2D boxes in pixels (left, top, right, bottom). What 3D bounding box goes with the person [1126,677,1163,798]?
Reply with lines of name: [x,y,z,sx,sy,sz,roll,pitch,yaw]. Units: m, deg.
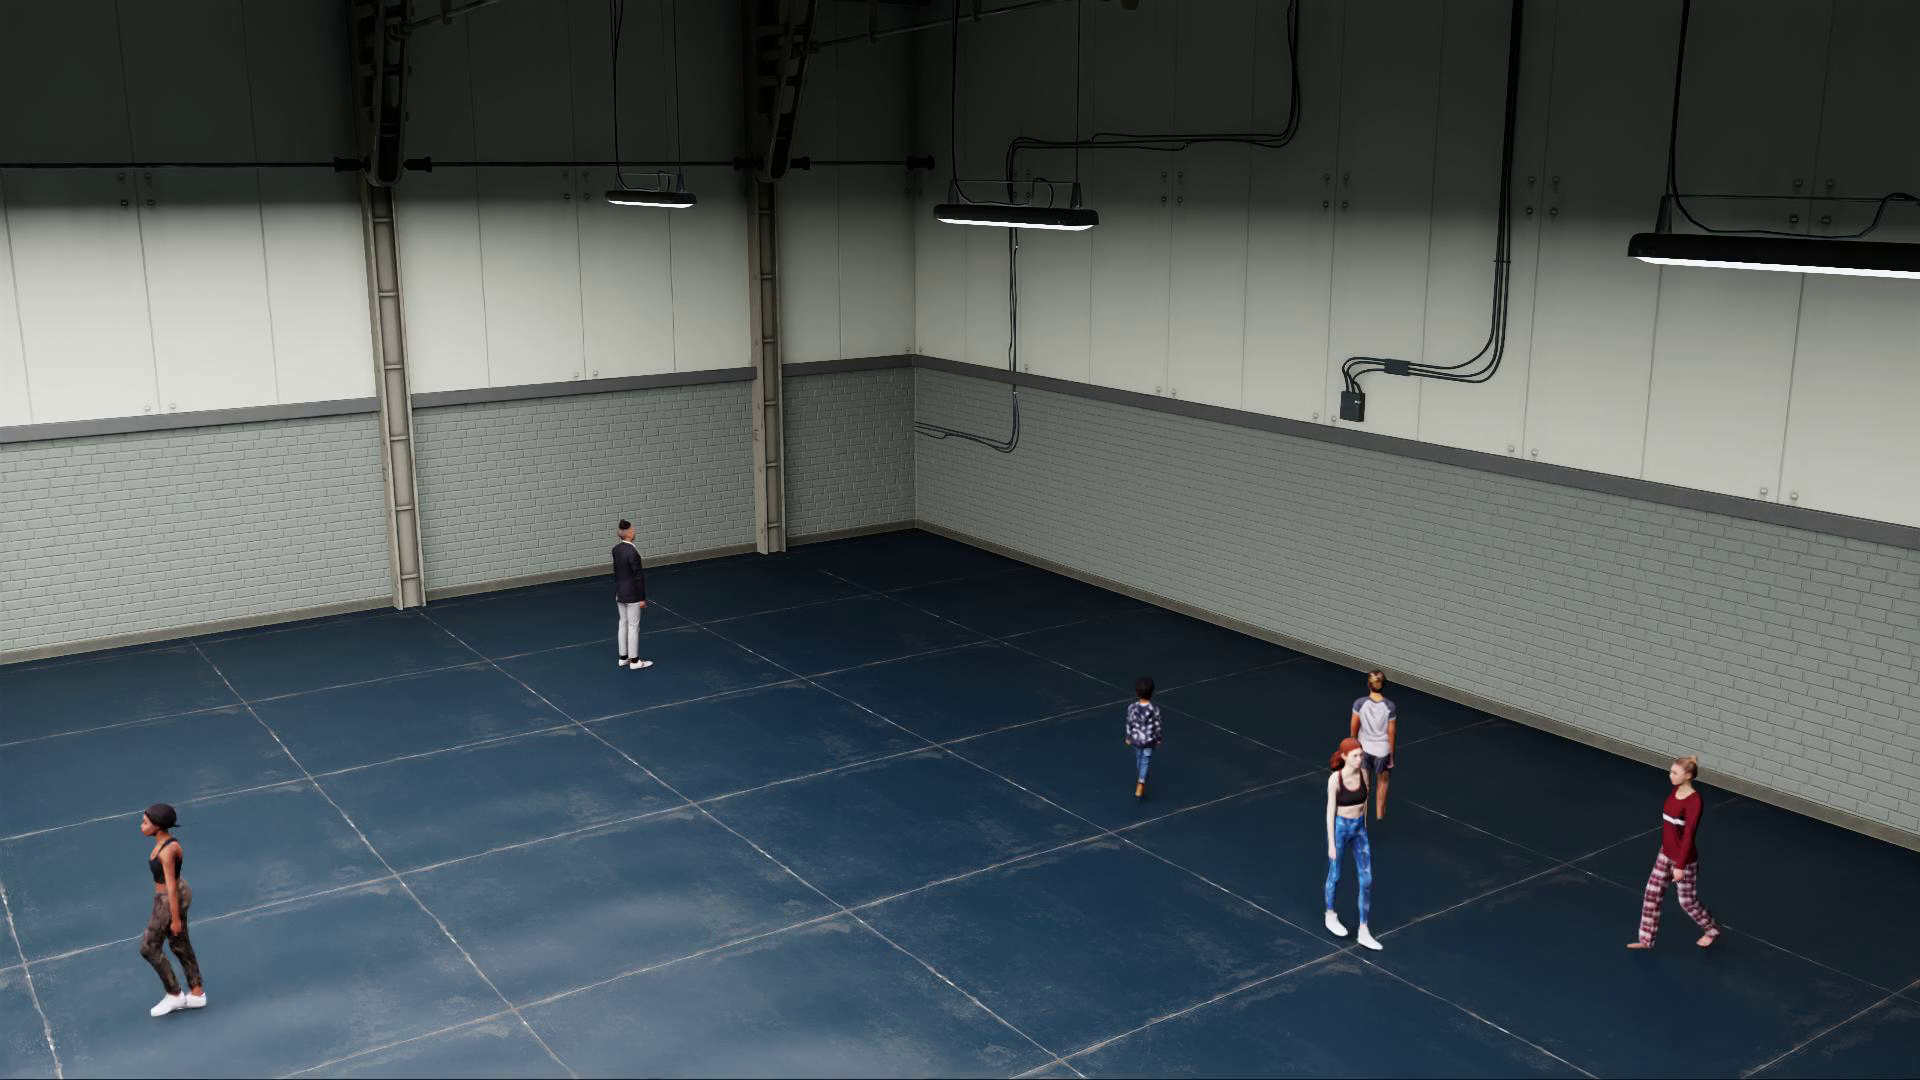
person: [1.874,2.028,17.006,0.803,1.224,0.921,4,14,17]

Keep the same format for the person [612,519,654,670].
person: [-4.240,0.669,21.270,0.651,1.948,0.743,-13,18,-43]

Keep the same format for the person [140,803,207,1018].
person: [-5.911,2.794,12.671,0.673,1.686,0.637,-6,14,-26]

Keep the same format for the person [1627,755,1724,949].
person: [5.945,2.594,13.583,1.119,1.666,0.911,-2,13,-9]

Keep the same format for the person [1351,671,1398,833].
person: [3.969,2.078,15.969,0.899,1.595,0.980,3,13,14]

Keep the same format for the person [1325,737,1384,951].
person: [3.172,2.475,13.874,0.903,1.765,0.786,-5,14,-21]
